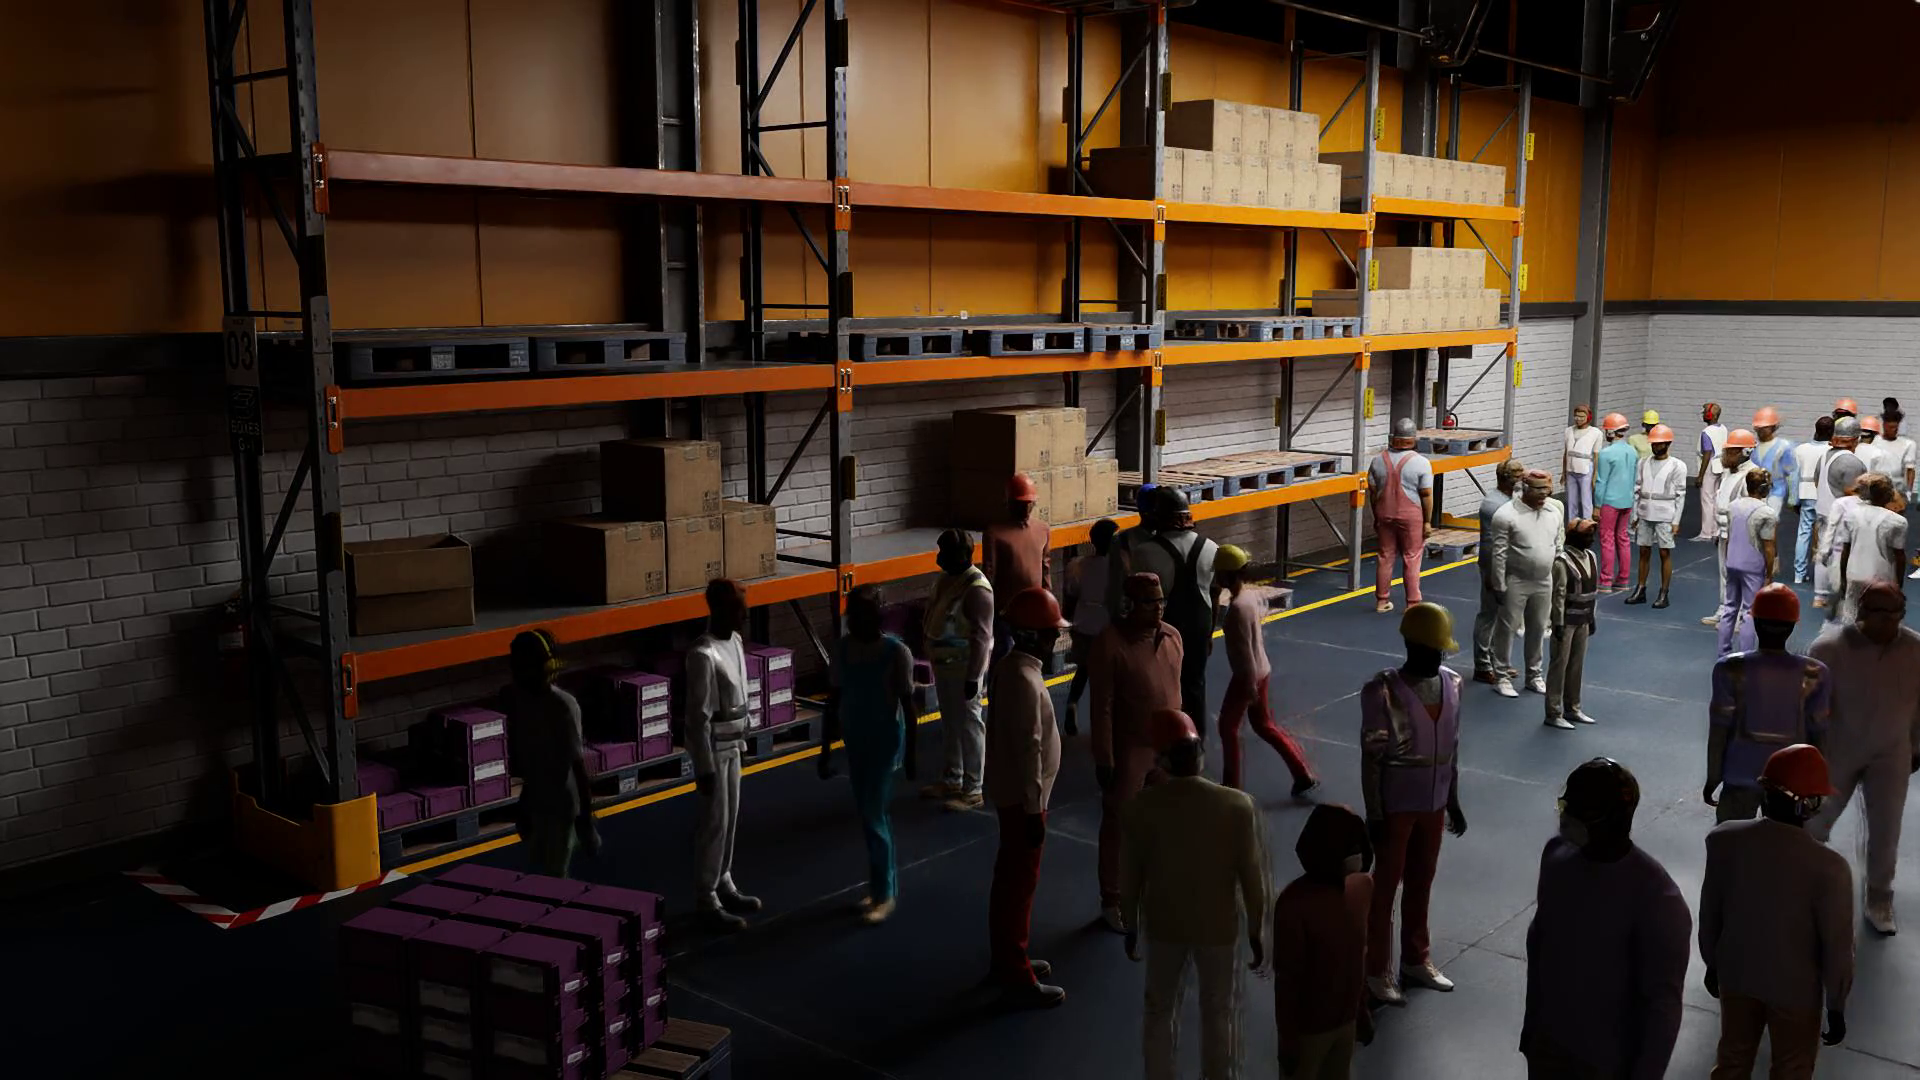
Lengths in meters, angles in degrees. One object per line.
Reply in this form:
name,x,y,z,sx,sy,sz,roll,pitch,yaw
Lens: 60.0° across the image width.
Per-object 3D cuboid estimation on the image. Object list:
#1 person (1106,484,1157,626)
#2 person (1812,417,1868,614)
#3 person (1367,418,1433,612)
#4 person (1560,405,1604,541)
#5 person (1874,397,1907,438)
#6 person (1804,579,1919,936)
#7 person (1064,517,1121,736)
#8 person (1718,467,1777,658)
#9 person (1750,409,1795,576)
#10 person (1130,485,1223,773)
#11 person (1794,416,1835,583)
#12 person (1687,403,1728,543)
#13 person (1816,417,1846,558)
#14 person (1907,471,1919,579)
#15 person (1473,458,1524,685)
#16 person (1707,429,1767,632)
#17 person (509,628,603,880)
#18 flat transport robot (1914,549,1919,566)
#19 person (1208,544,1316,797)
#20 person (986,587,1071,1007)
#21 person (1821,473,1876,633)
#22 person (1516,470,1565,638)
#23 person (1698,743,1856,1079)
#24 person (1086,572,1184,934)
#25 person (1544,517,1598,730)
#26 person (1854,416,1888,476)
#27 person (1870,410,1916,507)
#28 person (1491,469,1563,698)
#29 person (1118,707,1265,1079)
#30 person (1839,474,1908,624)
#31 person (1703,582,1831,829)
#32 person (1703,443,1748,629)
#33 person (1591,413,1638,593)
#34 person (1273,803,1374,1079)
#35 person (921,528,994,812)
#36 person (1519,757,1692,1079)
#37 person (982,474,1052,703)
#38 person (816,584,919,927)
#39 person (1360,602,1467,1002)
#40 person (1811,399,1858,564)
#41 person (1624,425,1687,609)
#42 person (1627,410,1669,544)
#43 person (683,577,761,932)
person,1.383,0.548,12.336,0.603,1.949,0.389,0,9,-2
person,9.173,-0.255,17.224,0.538,2.000,0.687,0,9,-1
person,4.578,-0.243,17.143,0.688,2.000,0.539,8,12,41
person,8.109,-0.845,21.695,0.394,1.836,0.561,-5,10,-31
person,14.075,-1.326,25.261,0.320,1.695,0.534,-6,11,-33
person,4.930,1.097,9.095,0.656,1.861,0.995,2,9,12
person,1.019,0.666,12.462,0.532,1.671,0.655,4,10,25
person,6.848,0.280,14.448,0.342,1.839,0.501,-4,10,-23
person,9.262,-0.524,19.162,1.009,1.978,0.617,-6,10,-32
person,1.464,0.620,11.576,0.681,2.000,0.535,-2,9,-16
person,9.705,-0.440,18.807,0.392,1.919,0.591,-7,11,-36
person,9.859,-0.875,21.845,0.390,1.846,0.565,9,12,44
person,9.922,-0.438,18.809,0.412,1.918,0.586,4,10,24
person,11.211,-0.459,18.963,0.407,1.910,0.639,-5,10,-28
person,4.625,0.257,14.250,0.354,1.936,0.635,7,11,36
person,7.642,-0.097,16.352,0.397,1.992,0.621,-1,9,-7
person,-1.871,1.289,7.942,0.617,1.838,0.547,-8,12,-42
flat transport robot,11.617,0.307,19.284,0.652,0.197,1.431,3,9,16
person,1.980,0.885,10.914,0.730,1.726,0.538,3,9,19
person,0.322,1.206,7.950,0.396,1.992,0.623,-1,9,-7
person,8.515,0.160,15.904,0.565,1.613,0.424,0,9,2
person,5.565,0.132,16.033,0.498,1.633,0.286,6,11,34
person,3.020,1.606,6.144,0.343,1.749,0.572,-6,10,-32
person,0.971,1.111,8.845,0.650,1.907,0.409,-7,11,-39
person,4.716,0.634,12.805,0.516,1.632,0.314,-7,11,-37
person,10.201,-0.443,18.839,0.435,1.918,0.555,-8,12,-41
person,11.114,-0.617,19.988,0.604,1.915,1.004,2,9,13
person,4.700,0.355,13.755,0.646,1.900,0.400,-2,9,-15
person,0.945,1.546,6.696,0.634,1.717,0.403,2,9,14
person,7.611,0.368,13.896,0.368,1.834,0.508,-7,11,-39
person,4.027,1.173,8.348,0.552,1.935,0.374,3,9,16
person,7.598,-0.039,16.360,0.363,1.877,0.607,0,9,1
person,7.224,-0.408,18.413,0.607,1.987,0.410,-6,11,-33
person,1.282,1.711,5.848,0.500,1.634,0.286,-7,11,-39
person,-0.027,0.835,10.832,0.429,1.845,0.620,-4,10,-24
person,2.024,1.638,5.341,0.371,1.941,0.627,-3,9,-19
person,0.446,0.488,12.576,0.623,1.992,0.396,-5,10,-31
person,-0.527,1.143,8.901,0.504,1.822,0.628,6,11,34
person,2.189,1.244,7.969,0.623,1.927,0.382,-5,10,-27
person,10.610,-0.691,20.084,0.611,2.031,0.408,7,11,39
person,7.326,-0.248,17.504,0.362,1.939,0.542,-7,11,-39
person,9.002,-0.823,21.794,0.526,1.762,0.340,3,9,18
person,-1.278,1.124,8.860,0.363,1.878,0.594,2,9,13
